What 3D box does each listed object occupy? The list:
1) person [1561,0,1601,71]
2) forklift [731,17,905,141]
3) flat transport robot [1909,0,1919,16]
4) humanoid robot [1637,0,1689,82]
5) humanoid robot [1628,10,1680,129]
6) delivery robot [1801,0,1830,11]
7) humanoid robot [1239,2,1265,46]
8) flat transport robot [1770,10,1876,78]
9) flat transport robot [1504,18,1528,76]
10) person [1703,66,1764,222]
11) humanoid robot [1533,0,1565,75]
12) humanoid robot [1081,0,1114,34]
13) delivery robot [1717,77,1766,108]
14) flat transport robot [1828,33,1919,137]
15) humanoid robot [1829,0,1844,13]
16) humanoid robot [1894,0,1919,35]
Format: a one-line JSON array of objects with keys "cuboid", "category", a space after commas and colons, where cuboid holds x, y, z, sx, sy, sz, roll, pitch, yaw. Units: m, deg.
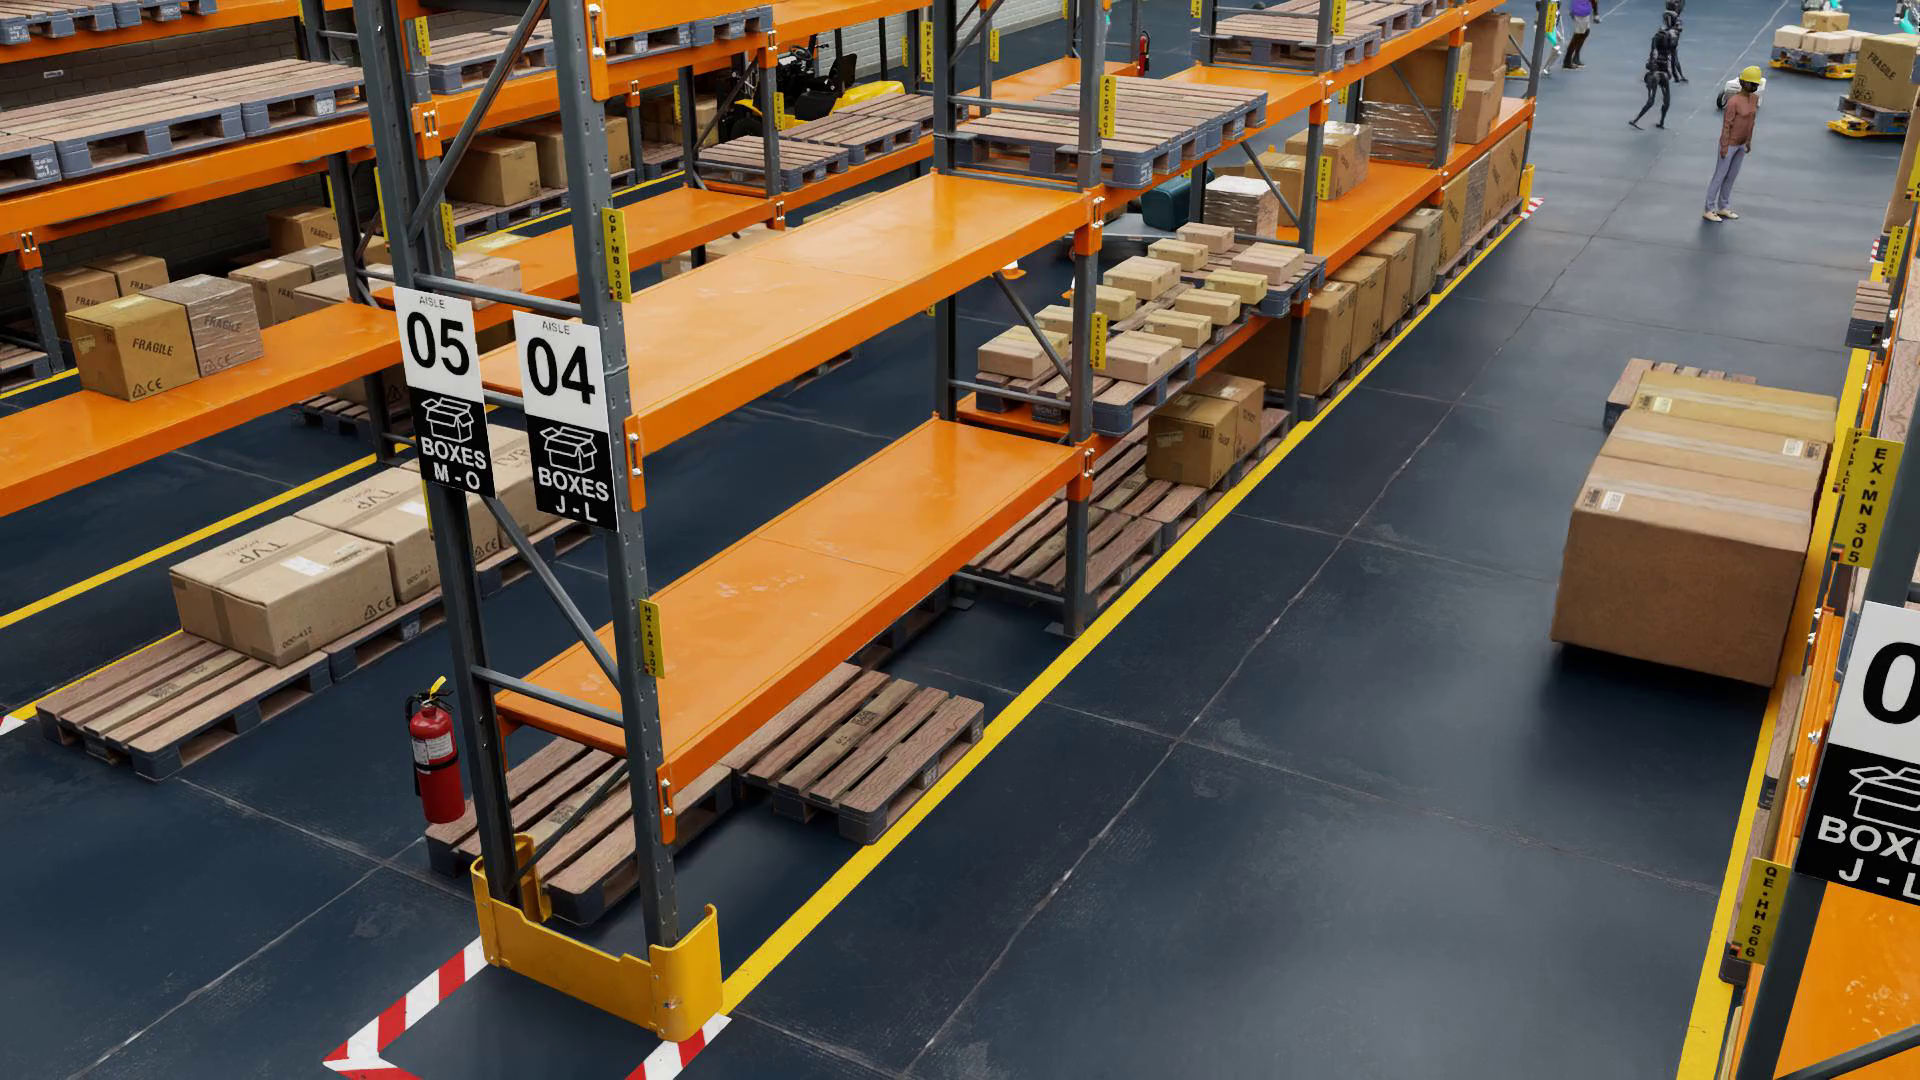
[{"cuboid": [10.454, -8.806, 27.714, 0.617, 1.937, 0.616, 1, 26, 3], "category": "person"}, {"cuboid": [-1.819, -5.975, 21.543, 2.313, 2.155, 1.214, 14, 29, 26], "category": "forklift"}, {"cuboid": [19.377, -10.304, 32.753, 0.659, 0.231, 1.431, 8, 27, 16], "category": "flat transport robot"}, {"cuboid": [11.469, -8.200, 26.811, 0.795, 1.624, 0.611, 7, 27, 15], "category": "humanoid robot"}, {"cuboid": [9.920, -6.663, 23.577, 0.602, 1.637, 0.426, -14, 29, -26], "category": "humanoid robot"}, {"cuboid": [17.700, -11.105, 34.092, 0.798, 0.598, 0.499, -16, 30, -29], "category": "delivery robot"}, {"cuboid": [4.300, -7.016, 24.315, 0.590, 1.640, 0.626, 16, 30, 29], "category": "humanoid robot"}, {"cuboid": [14.345, -7.932, 27.824, 0.659, 0.231, 1.431, -11, 28, -22], "category": "flat transport robot"}, {"cuboid": [8.670, -7.888, 27.732, 1.431, 0.231, 0.659, 2, 26, 3], "category": "flat transport robot"}, {"cuboid": [8.892, -4.535, 19.050, 0.516, 1.756, 0.345, -17, 30, -31], "category": "person"}, {"cuboid": [9.753, -8.459, 27.235, 0.545, 1.802, 0.697, -15, 29, -28], "category": "humanoid robot"}, {"cuboid": [2.463, -9.529, 29.493, 0.666, 1.833, 0.536, -22, 33, -37], "category": "humanoid robot"}, {"cuboid": [11.835, -6.784, 25.105, 0.774, 0.592, 0.499, -22, 33, -38], "category": "delivery robot"}, {"cuboid": [13.152, -5.870, 23.539, 1.431, 0.231, 0.659, 0, 26, 0], "category": "flat transport robot"}, {"cuboid": [16.649, -10.480, 31.554, 0.777, 1.892, 0.549, 1, 26, 3], "category": "humanoid robot"}, {"cuboid": [16.099, -8.889, 28.146, 0.724, 1.805, 0.564, 18, 31, 33], "category": "humanoid robot"}]
